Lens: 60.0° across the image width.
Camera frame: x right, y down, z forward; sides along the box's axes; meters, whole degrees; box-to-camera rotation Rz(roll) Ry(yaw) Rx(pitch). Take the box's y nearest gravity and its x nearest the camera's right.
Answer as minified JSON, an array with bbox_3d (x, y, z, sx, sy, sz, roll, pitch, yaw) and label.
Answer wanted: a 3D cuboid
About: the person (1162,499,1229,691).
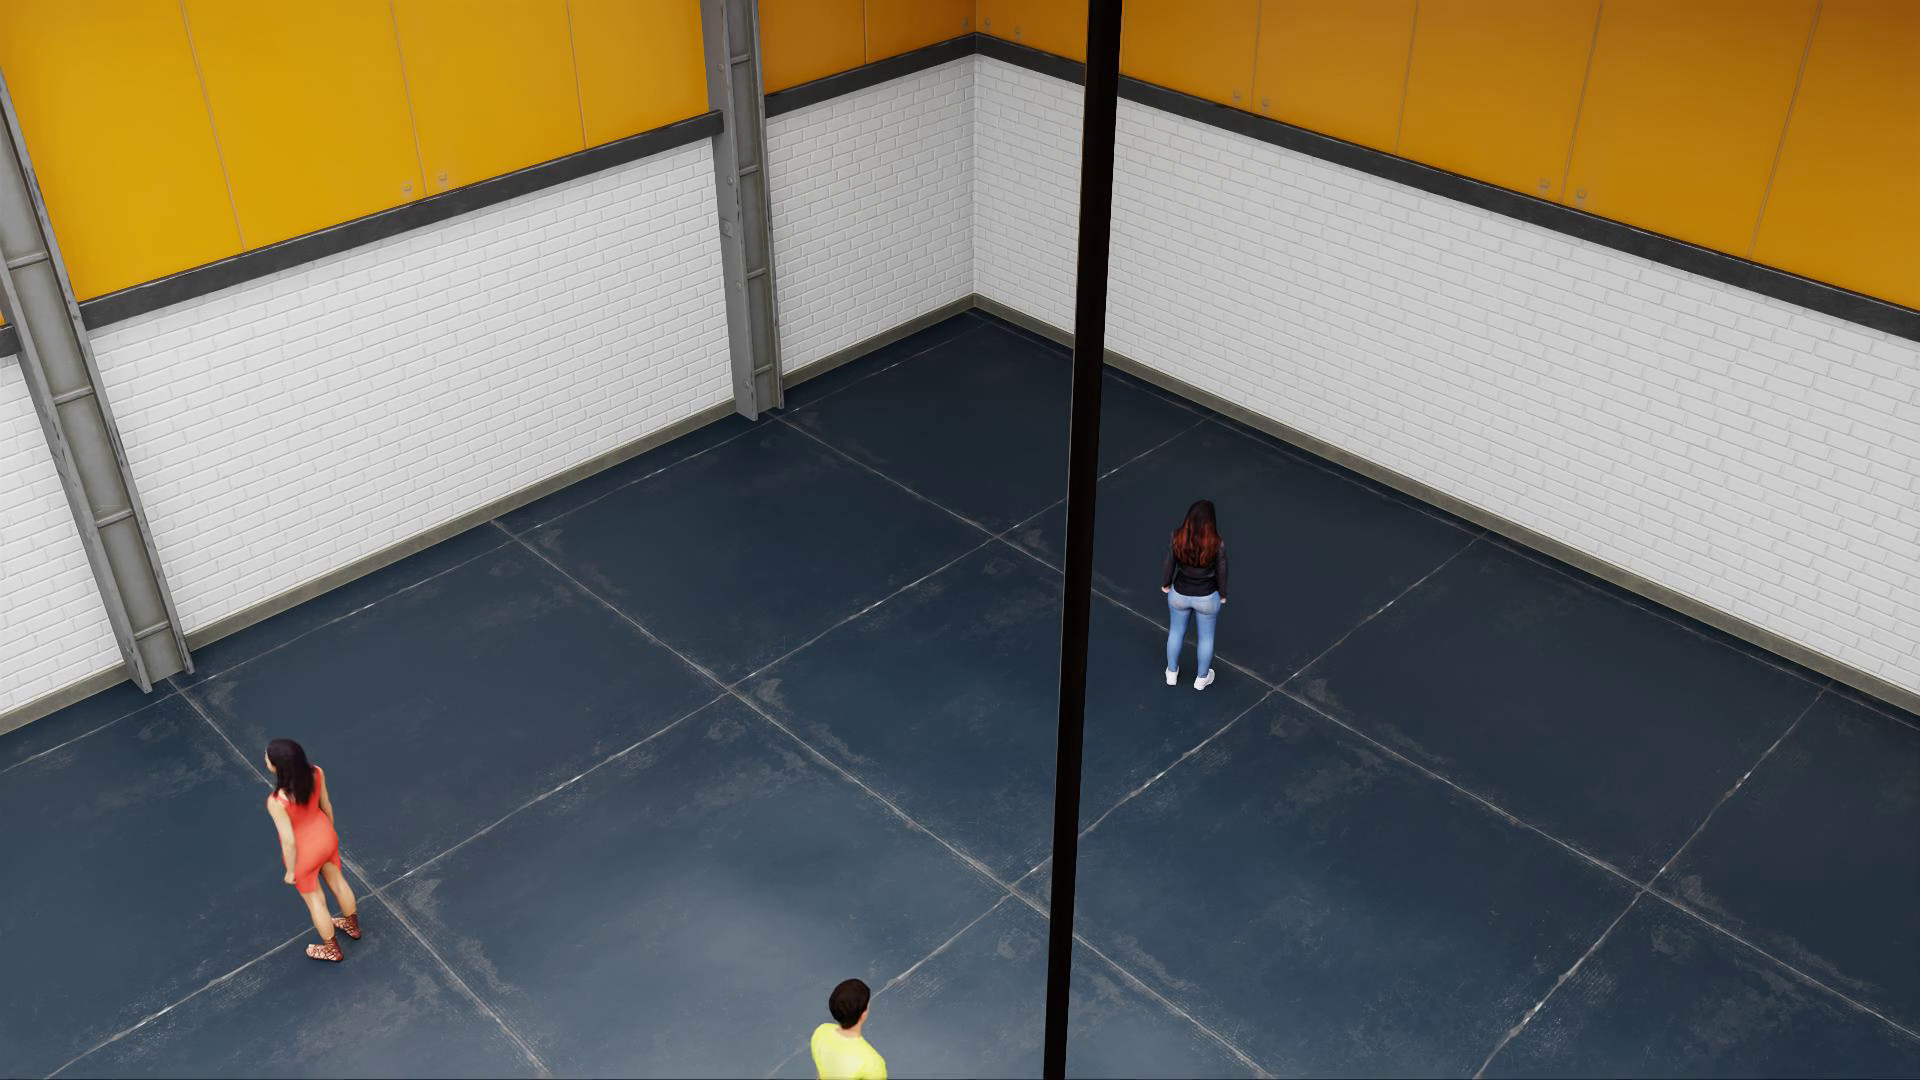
[{"bbox_3d":[1.762,0.402,12.476,0.729,1.634,0.716,11,35,16],"label":"person"}]

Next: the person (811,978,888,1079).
[{"bbox_3d":[-0.557,2.942,8.594,0.650,1.703,0.573,23,40,30],"label":"person"}]

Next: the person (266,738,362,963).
[{"bbox_3d":[-3.966,1.887,10.166,0.722,1.719,0.586,13,36,19],"label":"person"}]
